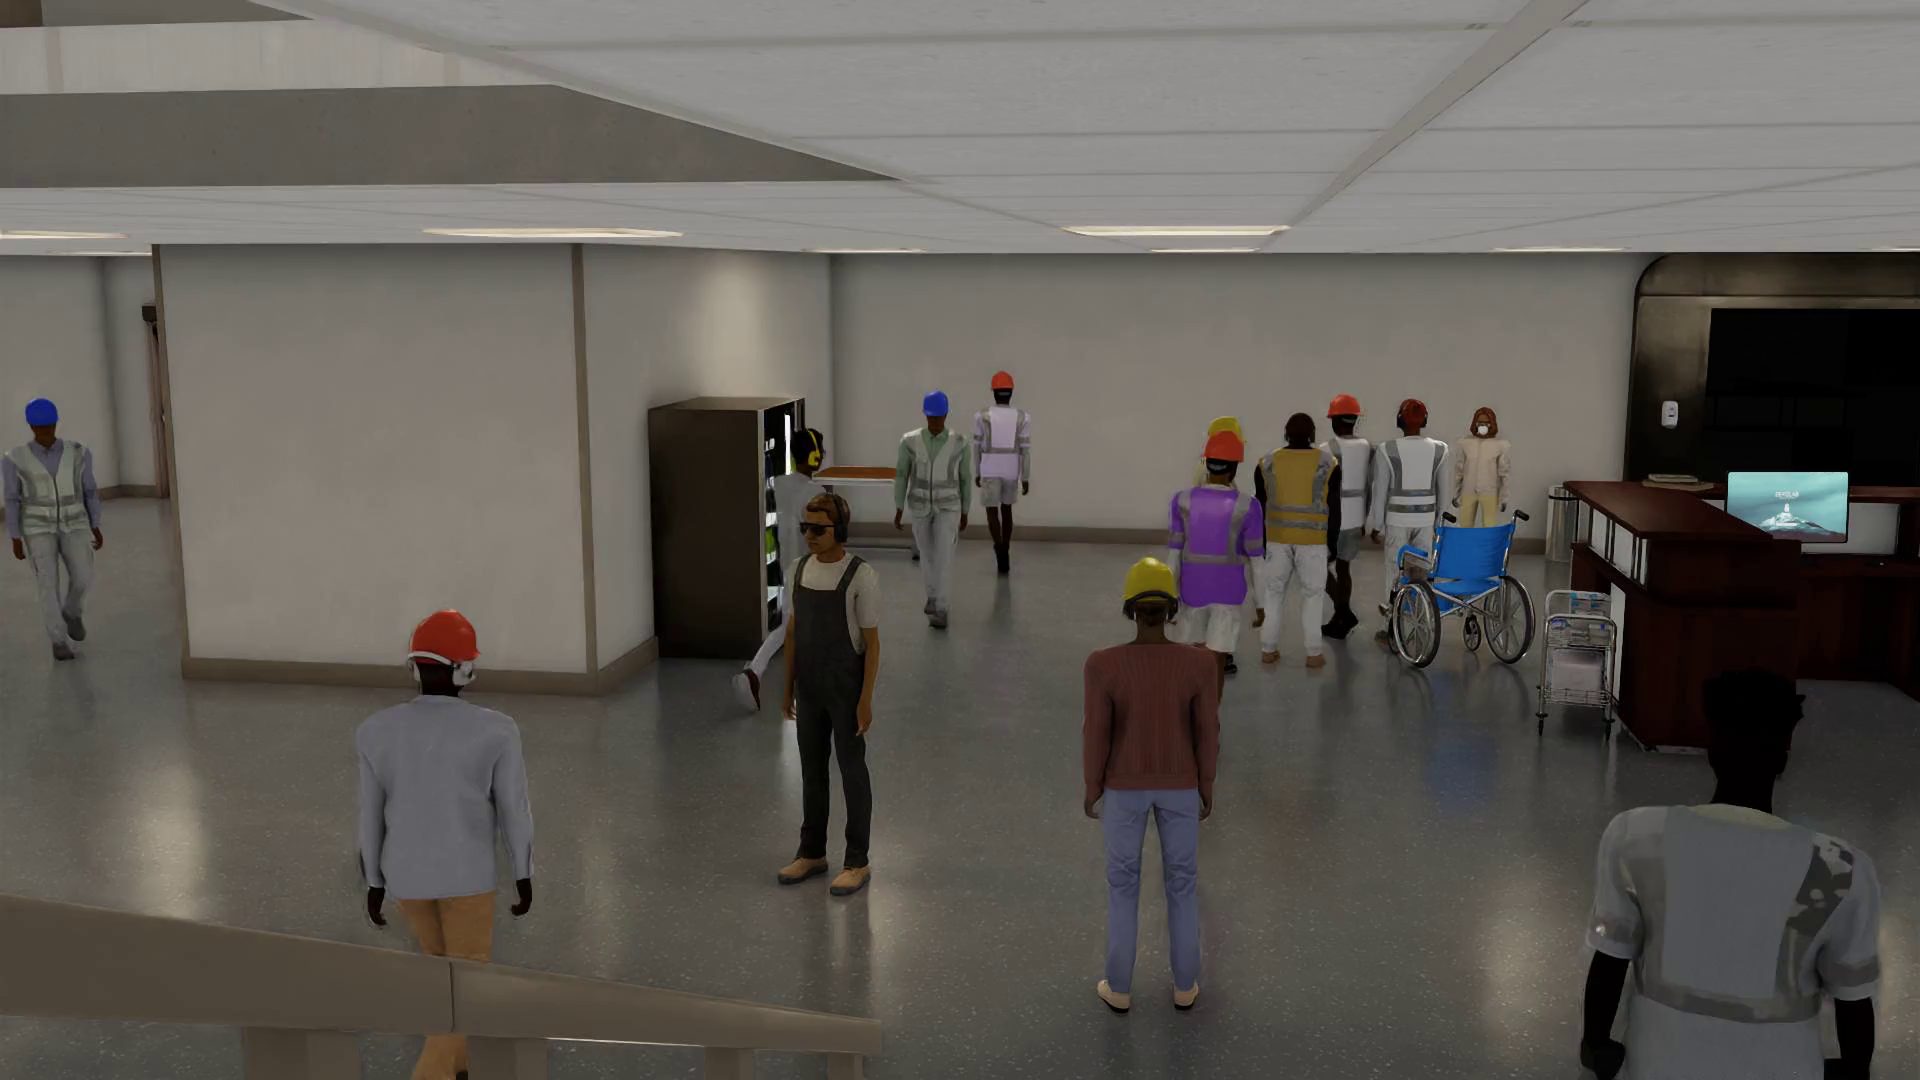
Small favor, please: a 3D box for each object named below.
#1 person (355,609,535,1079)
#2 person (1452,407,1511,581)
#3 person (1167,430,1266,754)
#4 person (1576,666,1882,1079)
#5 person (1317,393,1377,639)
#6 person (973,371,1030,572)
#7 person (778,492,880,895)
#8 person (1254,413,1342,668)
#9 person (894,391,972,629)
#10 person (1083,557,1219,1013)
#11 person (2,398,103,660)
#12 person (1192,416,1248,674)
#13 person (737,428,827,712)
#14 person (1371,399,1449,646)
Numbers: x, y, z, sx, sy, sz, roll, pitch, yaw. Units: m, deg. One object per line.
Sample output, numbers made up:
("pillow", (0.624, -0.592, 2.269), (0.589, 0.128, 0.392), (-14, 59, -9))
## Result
("person", (-1.731, 1.104, 5.519), (0.573, 1.723, 0.780), (1, 9, 6))
("person", (4.716, -0.394, 15.066), (0.504, 1.627, 0.285), (6, 11, 31))
("person", (1.540, 0.305, 9.846), (0.565, 1.906, 0.816), (4, 10, 24))
("person", (1.868, 1.239, 4.056), (0.632, 1.914, 1.004), (6, 11, 31))
("person", (2.922, -0.161, 12.739), (0.569, 1.915, 0.473), (-4, 10, -24))
("person", (0.408, -0.653, 15.818), (0.529, 1.901, 0.880), (-2, 9, -9))
("person", (-0.602, 0.697, 7.641), (0.508, 1.846, 0.345), (5, 11, 30))
("person", (2.433, -0.001, 12.016), (0.626, 1.834, 0.431), (4, 10, 21))
("person", (-0.214, -0.266, 13.487), (0.608, 1.894, 0.991), (1, 9, 8))
("person", (0.725, 0.943, 6.383), (0.522, 1.768, 0.314), (0, 9, -2))
("person", (-6.669, -0.091, 12.227), (0.638, 1.932, 0.541), (-7, 12, -38))
("person", (1.834, 0.034, 11.815), (0.403, 1.823, 0.595), (0, 9, 2))
("person", (-1.078, 0.202, 10.723), (0.527, 1.845, 0.790), (8, 12, 40))
("person", (3.406, -0.131, 12.630), (0.575, 1.884, 0.355), (-1, 9, -6))
